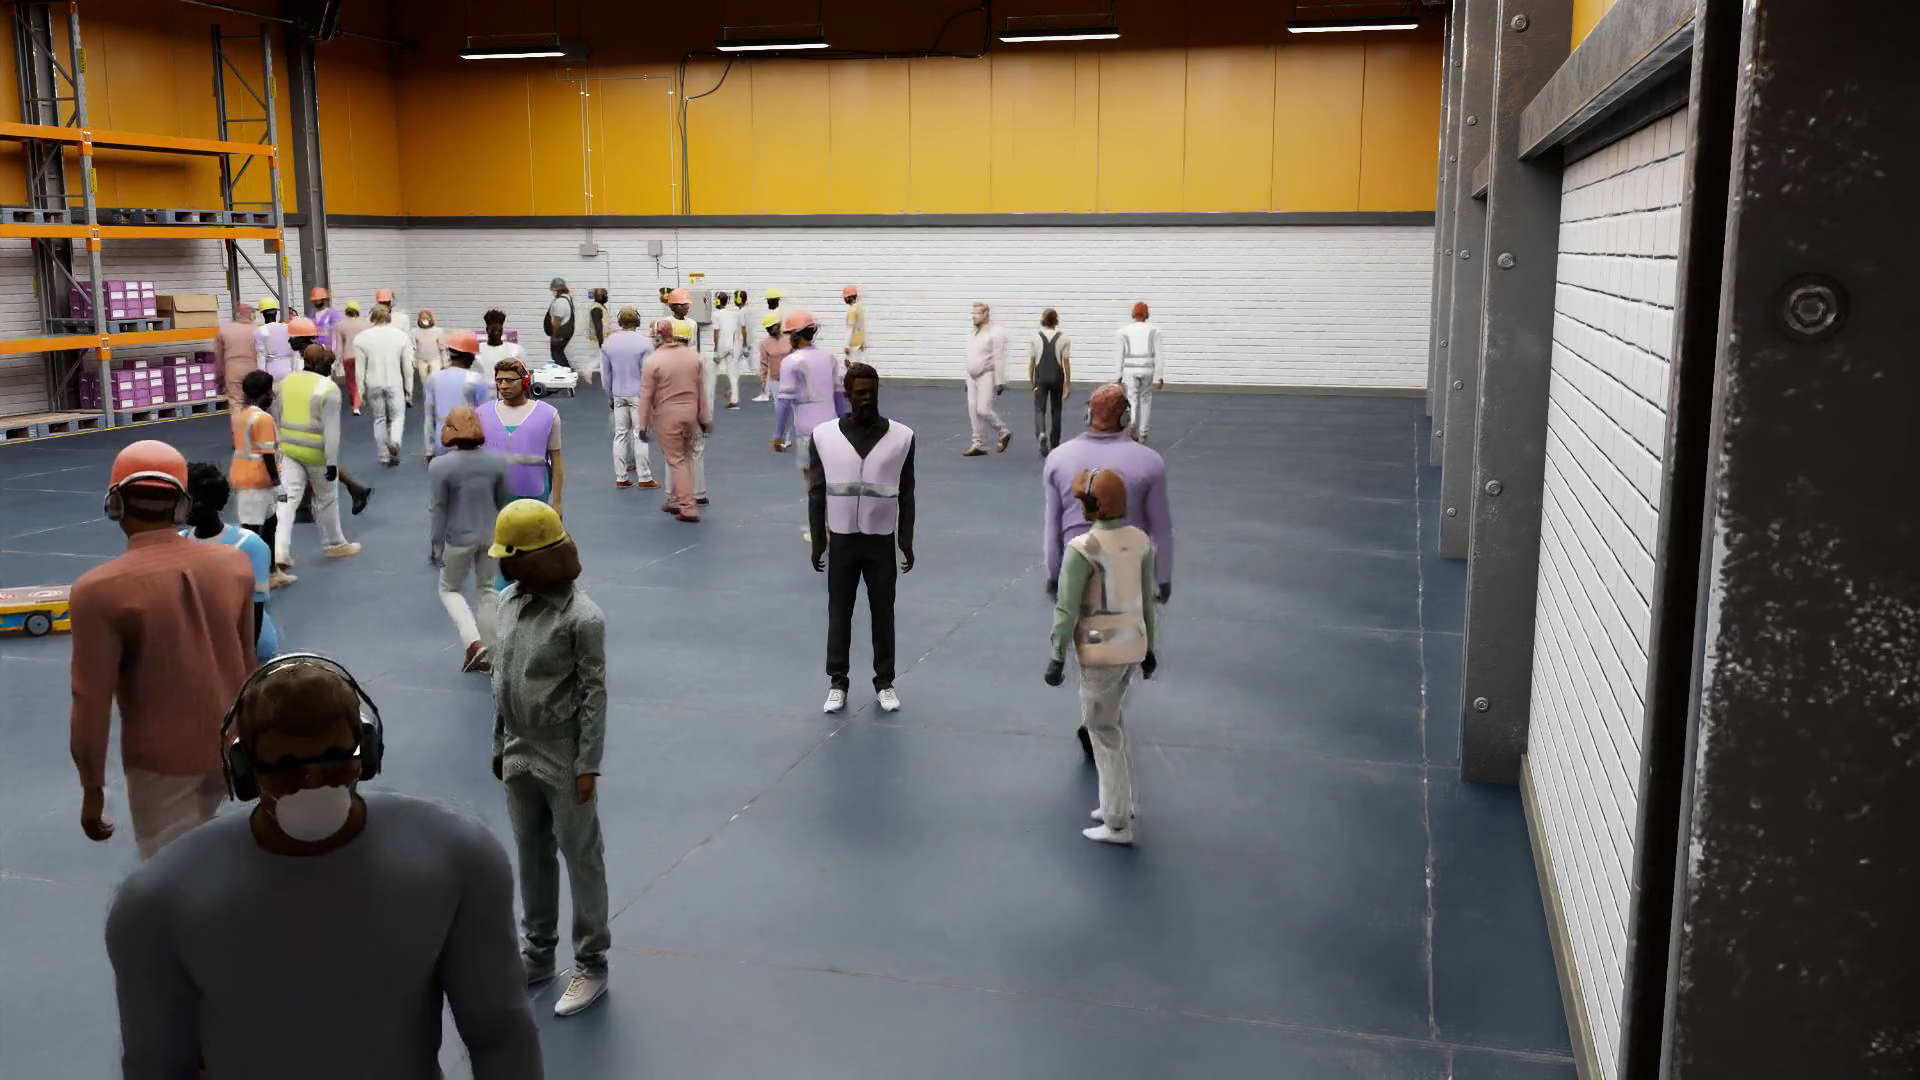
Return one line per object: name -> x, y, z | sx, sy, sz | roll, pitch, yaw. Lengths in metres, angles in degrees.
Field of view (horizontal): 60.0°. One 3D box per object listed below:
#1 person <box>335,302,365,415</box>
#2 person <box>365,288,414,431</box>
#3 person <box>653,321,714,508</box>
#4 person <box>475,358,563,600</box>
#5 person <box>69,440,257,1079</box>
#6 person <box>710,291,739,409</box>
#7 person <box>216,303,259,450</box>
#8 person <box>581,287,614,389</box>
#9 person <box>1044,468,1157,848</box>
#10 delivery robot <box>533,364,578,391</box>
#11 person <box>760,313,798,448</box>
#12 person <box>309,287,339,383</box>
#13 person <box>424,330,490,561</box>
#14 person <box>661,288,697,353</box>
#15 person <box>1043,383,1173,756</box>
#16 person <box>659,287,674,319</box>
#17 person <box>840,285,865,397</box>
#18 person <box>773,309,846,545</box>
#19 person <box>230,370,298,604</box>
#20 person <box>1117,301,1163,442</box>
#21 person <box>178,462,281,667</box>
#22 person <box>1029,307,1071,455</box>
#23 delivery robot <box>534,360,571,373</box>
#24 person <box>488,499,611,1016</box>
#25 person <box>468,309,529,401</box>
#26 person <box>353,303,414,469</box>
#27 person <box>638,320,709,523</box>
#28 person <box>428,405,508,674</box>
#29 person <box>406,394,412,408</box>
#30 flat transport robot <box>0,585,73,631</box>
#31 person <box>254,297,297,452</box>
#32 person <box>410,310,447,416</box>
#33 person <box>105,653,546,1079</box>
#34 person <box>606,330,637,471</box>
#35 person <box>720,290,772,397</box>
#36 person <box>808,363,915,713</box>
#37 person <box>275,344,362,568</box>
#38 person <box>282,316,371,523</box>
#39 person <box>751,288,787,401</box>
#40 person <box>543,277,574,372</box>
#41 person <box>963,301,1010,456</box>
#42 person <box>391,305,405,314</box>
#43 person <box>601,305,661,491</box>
person -> -9.230, -2.770, 25.370 | 0.518, 1.711, 0.954 | -2, 10, -10
person -> -7.927, -2.507, 23.098 | 0.640, 1.981, 0.519 | -4, 11, -21
person -> -2.701, -1.222, 16.257 | 0.600, 1.831, 0.404 | 0, 10, -2
person -> -2.859, -0.268, 10.822 | 0.571, 1.843, 0.373 | 0, 10, 3
person -> -2.494, 0.668, 5.238 | 0.736, 1.945, 0.660 | 6, 11, 29
person -> -3.823, -2.998, 26.299 | 0.917, 1.830, 0.551 | 8, 13, 39
person -> -9.080, -2.079, 21.108 | 0.643, 1.843, 1.038 | -4, 11, -19
person -> -6.459, -3.600, 29.743 | 0.591, 1.825, 0.629 | -1, 10, -4
person -> 0.599, 0.500, 7.116 | 0.476, 1.621, 0.515 | 8, 13, 39
delivery robot -> -6.843, -2.726, 28.124 | 0.707, 0.478, 0.477 | 0, 10, 3
person -> -2.236, -2.015, 21.048 | 0.566, 1.719, 0.587 | 2, 10, 10
person -> -9.974, -3.006, 26.117 | 0.550, 1.917, 0.467 | 4, 11, 21
person -> -4.106, -0.786, 13.718 | 0.547, 1.867, 1.067 | 3, 11, 18
person -> -3.423, -2.060, 20.406 | 0.389, 2.045, 0.606 | 7, 12, 36
person -> 0.742, 0.137, 8.467 | 0.654, 1.872, 0.931 | 4, 11, 22
person -> -5.069, -3.506, 29.141 | 0.609, 1.852, 0.546 | -2, 10, -10
person -> -1.851, -3.309, 27.850 | 0.699, 1.908, 0.563 | 2, 10, 13
person -> -1.294, -0.975, 14.353 | 0.647, 2.011, 0.694 | 9, 13, 41
person -> -5.073, -0.392, 12.056 | 0.588, 1.664, 0.612 | -6, 12, -33
person -> 2.322, -2.157, 21.496 | 0.595, 1.858, 0.779 | 1, 10, 8
person -> -3.160, 0.465, 7.232 | 0.530, 1.650, 0.898 | 2, 10, 12
person -> 1.088, -1.901, 20.149 | 0.526, 1.821, 0.686 | 0, 10, 3
delivery robot -> -7.139, -2.907, 29.151 | 0.477, 0.478, 0.707 | 5, 11, 24
person -> -1.394, 0.718, 5.551 | 0.483, 1.735, 0.311 | 6, 12, 32
person -> -4.738, -1.414, 17.084 | 0.602, 1.936, 0.879 | -3, 11, -18
person -> -6.551, -1.736, 18.947 | 0.631, 1.921, 0.650 | -3, 10, -17
person -> -2.739, -1.109, 15.505 | 0.866, 1.868, 0.669 | 10, 14, 43
person -> -2.889, 0.015, 9.862 | 0.512, 1.624, 0.388 | -8, 13, -38
person -> -8.999, -2.904, 26.440 | 0.543, 1.601, 0.850 | -7, 12, -36
flat transport robot -> -6.467, 0.483, 11.022 | 1.431, 0.197, 0.652 | -5, 11, -27
person -> -8.539, -2.056, 20.741 | 0.381, 1.917, 0.584 | 5, 11, 28
person -> -7.936, -2.619, 24.794 | 0.533, 1.610, 0.625 | -2, 10, -12
person -> -1.000, 1.126, 2.749 | 0.648, 1.898, 0.905 | -6, 12, -30
person -> -3.829, -1.556, 18.772 | 0.354, 1.620, 0.501 | -1, 10, -8
person -> -3.579, -3.309, 28.130 | 0.924, 1.827, 0.525 | 2, 10, 10
person -> -0.536, -0.012, 9.157 | 0.590, 1.922, 0.392 | -1, 10, -5
person -> -5.234, -0.676, 13.352 | 0.694, 1.784, 0.939 | 3, 11, 18
person -> -5.911, -1.099, 15.318 | 0.724, 1.923, 0.555 | -1, 10, -5
person -> -2.940, -3.199, 27.347 | 0.940, 1.888, 0.608 | 0, 10, 1
person -> -7.284, -3.783, 30.173 | 0.538, 2.000, 0.713 | 1, 10, 3
person -> 0.299, -1.958, 20.263 | 0.488, 1.888, 0.667 | -8, 13, -38
person -> -9.452, -3.214, 27.553 | 0.649, 1.828, 0.451 | 3, 10, 15
person -> -3.437, -1.482, 17.432 | 0.633, 1.940, 0.368 | 4, 11, 20
